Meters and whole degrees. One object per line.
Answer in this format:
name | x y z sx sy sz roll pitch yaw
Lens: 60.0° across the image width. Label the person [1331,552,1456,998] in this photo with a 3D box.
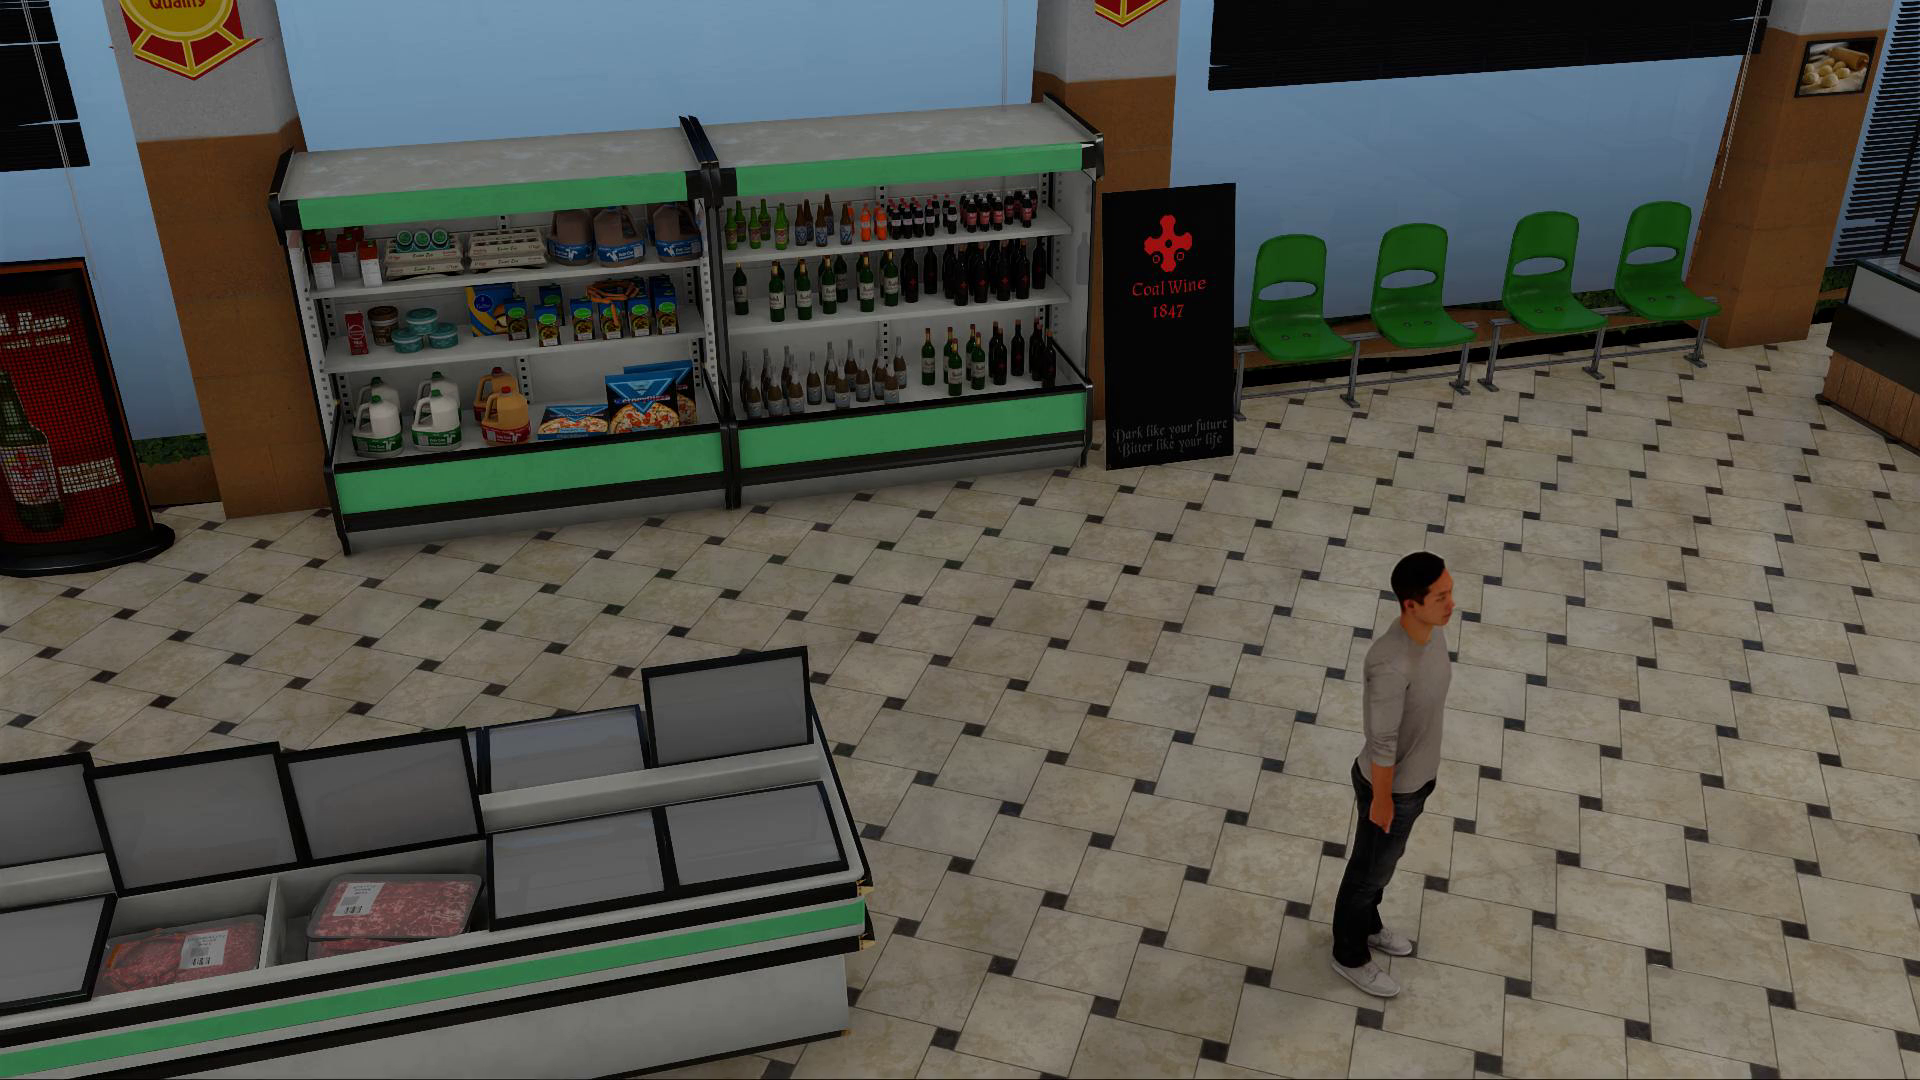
person | 1.579 0.841 6.098 0.779 1.812 0.721 15 32 26
